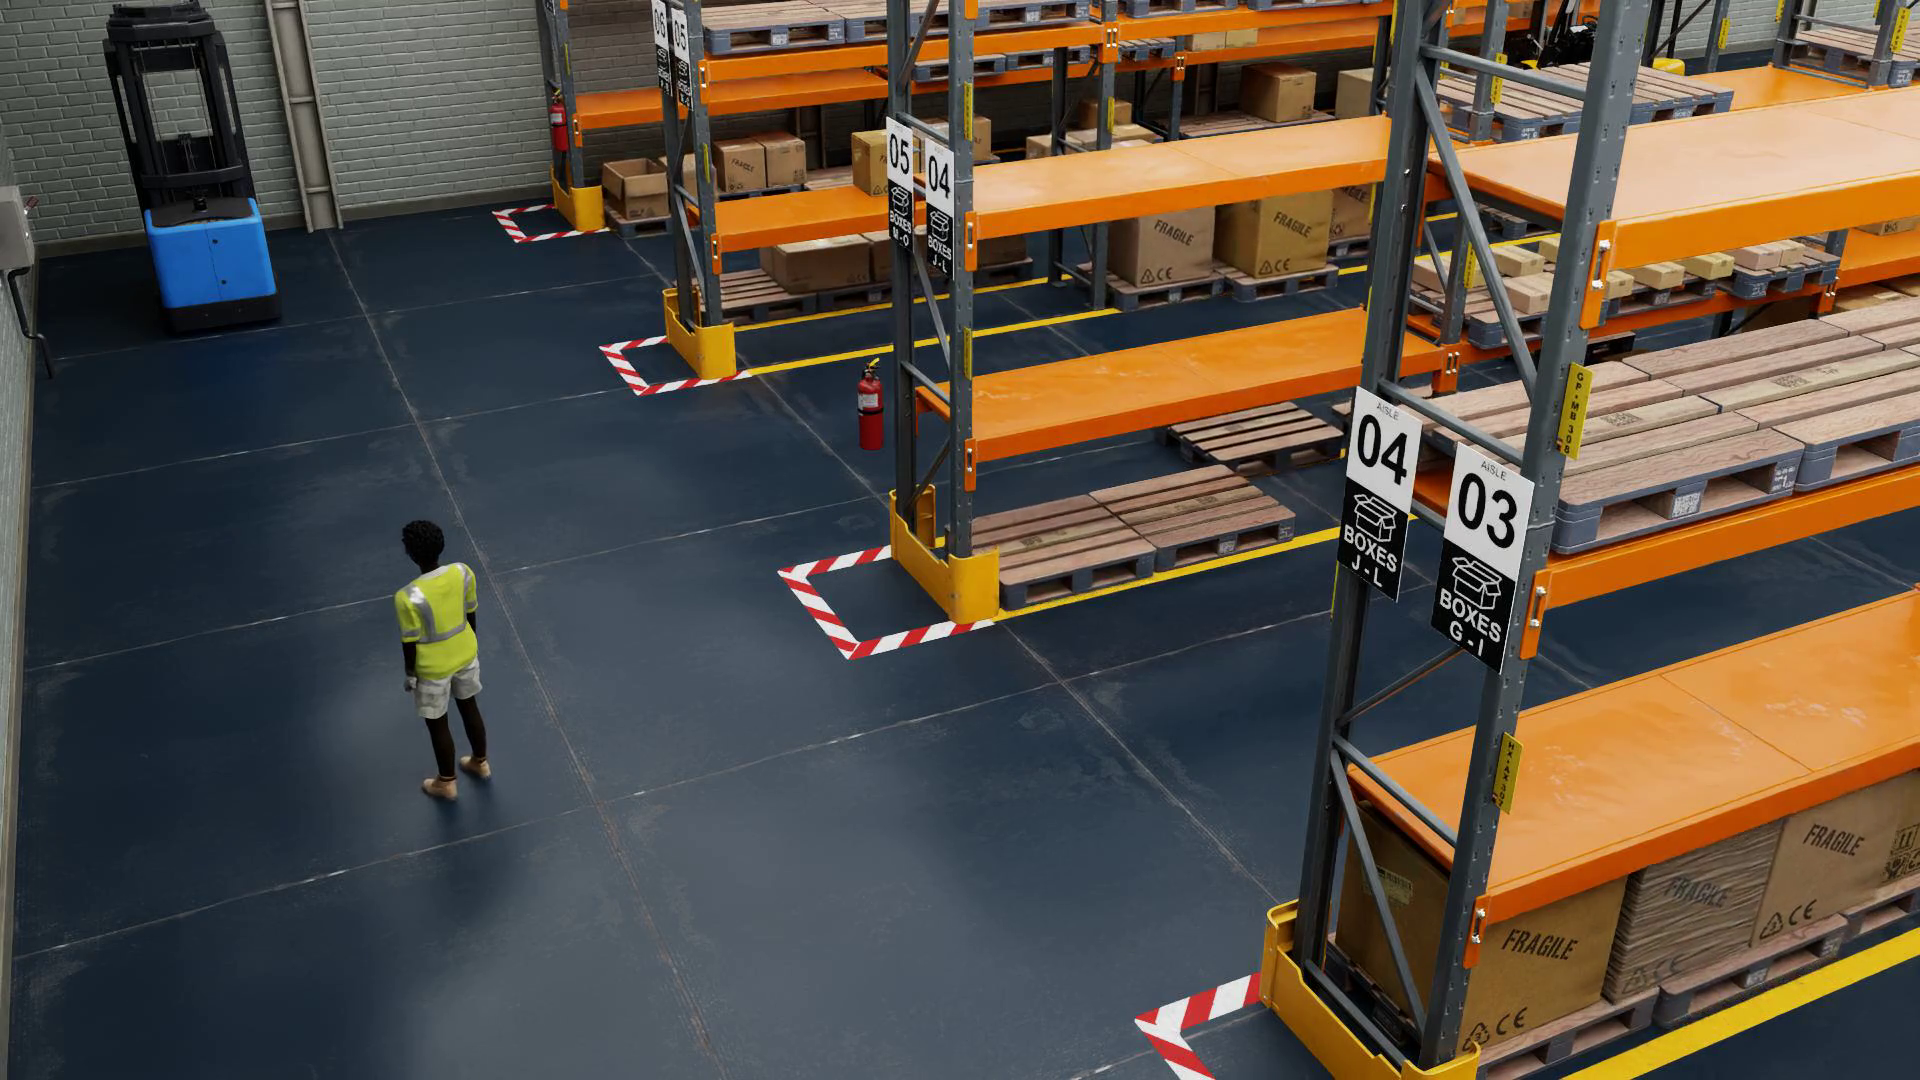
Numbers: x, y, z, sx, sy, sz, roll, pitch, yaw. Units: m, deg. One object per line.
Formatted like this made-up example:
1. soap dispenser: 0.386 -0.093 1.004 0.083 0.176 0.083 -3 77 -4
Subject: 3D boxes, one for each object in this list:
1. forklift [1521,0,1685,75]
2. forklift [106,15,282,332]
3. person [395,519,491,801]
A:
1. forklift: 8.950 -6.807 23.056 1.214 2.155 2.313 -12 30 -22
2. forklift: -7.548 -3.672 16.323 1.129 2.768 1.873 -12 30 -22
3. person: -2.880 0.665 9.288 0.319 1.687 0.537 15 31 27
